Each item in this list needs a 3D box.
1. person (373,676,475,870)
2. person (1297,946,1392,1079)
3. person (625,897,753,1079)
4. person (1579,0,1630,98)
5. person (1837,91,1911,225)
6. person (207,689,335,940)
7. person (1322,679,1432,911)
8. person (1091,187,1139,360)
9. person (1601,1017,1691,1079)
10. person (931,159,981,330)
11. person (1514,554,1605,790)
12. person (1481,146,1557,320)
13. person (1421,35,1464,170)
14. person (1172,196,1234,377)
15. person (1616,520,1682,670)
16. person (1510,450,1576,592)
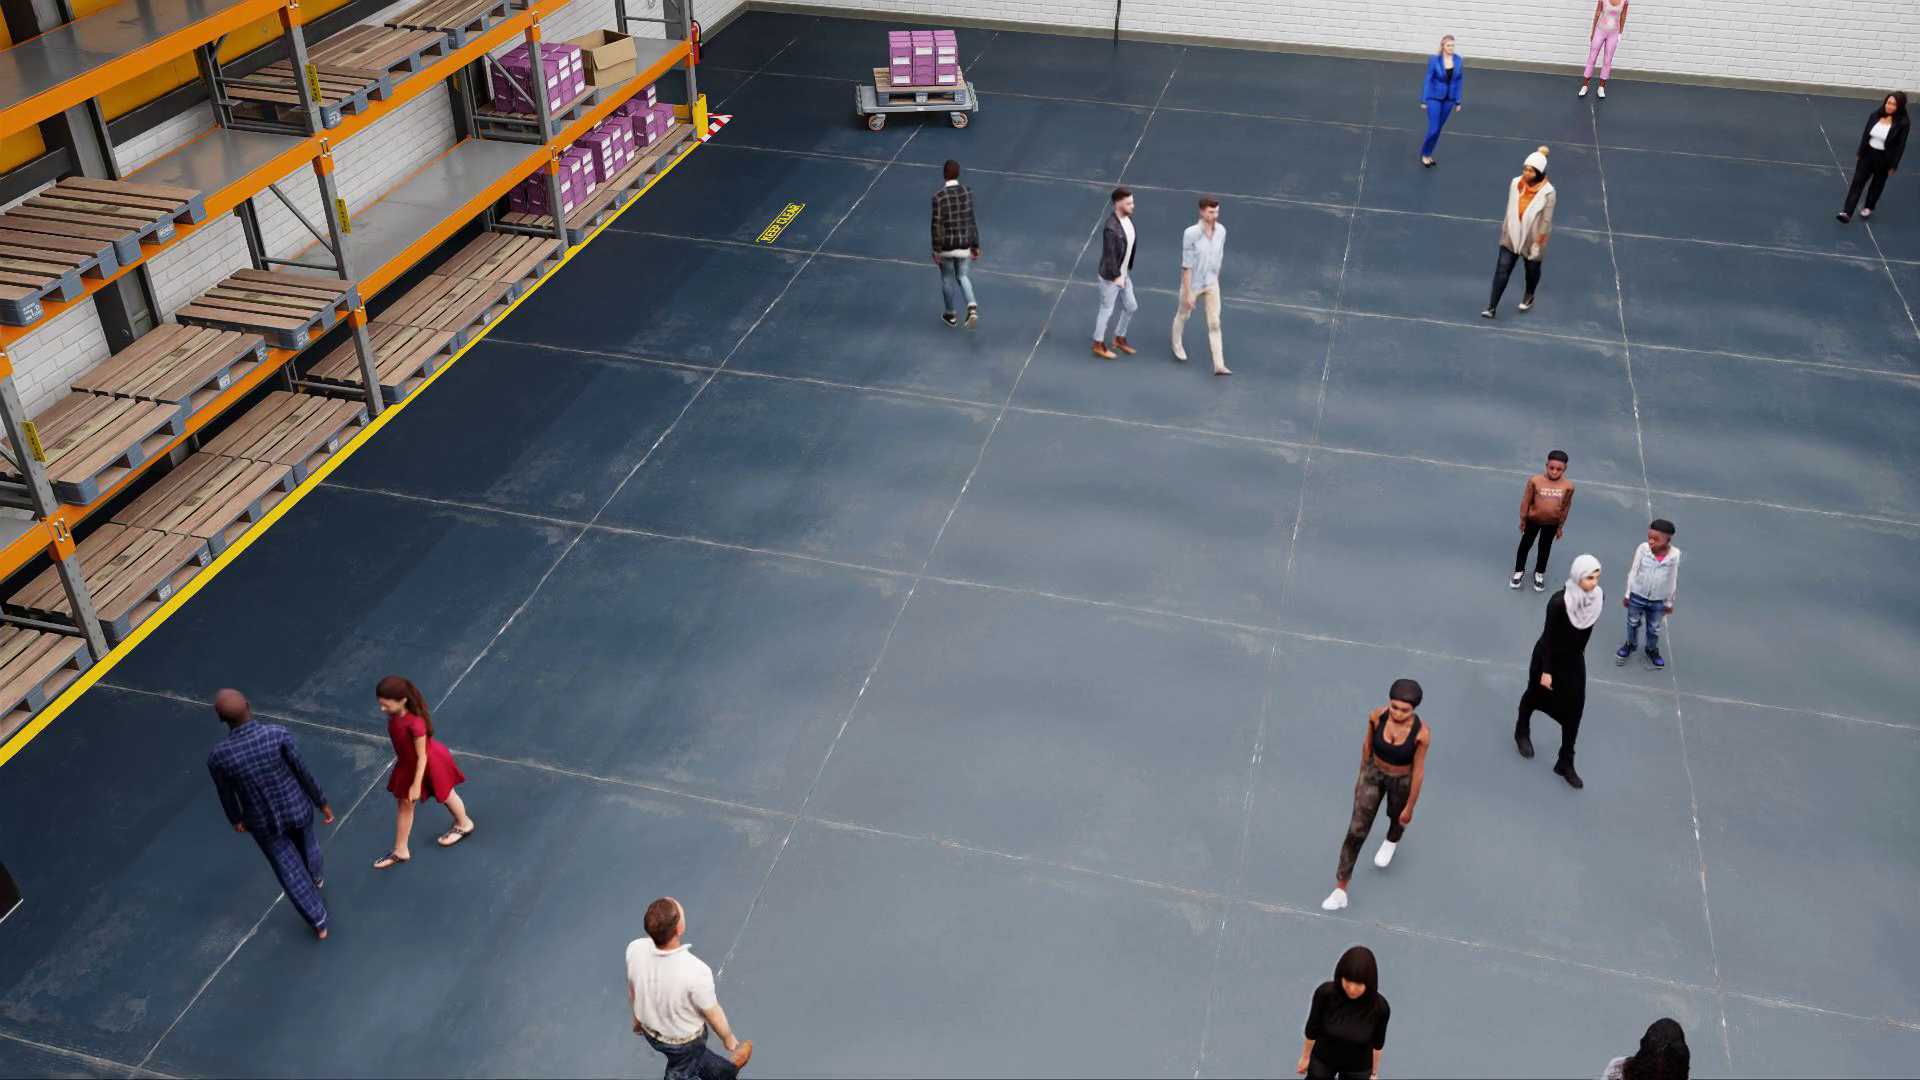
[{"bbox_3d":[-3.418,1.416,10.792,0.837,1.515,1.023,27,42,34],"label":"person"},{"bbox_3d":[1.996,2.717,8.722,0.567,1.641,0.500,10,35,14],"label":"person"},{"bbox_3d":[-1.540,2.657,8.655,0.939,1.815,1.265,21,39,28],"label":"person"},{"bbox_3d":[9.118,-7.132,23.448,0.569,1.740,0.503,10,35,14],"label":"person"},{"bbox_3d":[10.901,-4.531,19.685,0.974,1.575,1.161,27,42,34],"label":"person"},{"bbox_3d":[-4.123,1.718,10.105,1.083,1.773,1.131,-18,38,-25],"label":"person"},{"bbox_3d":[2.756,1.516,10.527,0.847,1.642,1.231,21,39,28],"label":"person"},{"bbox_3d":[1.472,-2.684,16.682,0.808,1.823,0.701,20,38,27],"label":"person"},{"bbox_3d":[3.202,3.081,8.129,0.996,1.690,1.274,27,42,34],"label":"person"},{"bbox_3d":[-0.030,-2.967,17.145,0.971,1.782,1.070,-13,36,-18],"label":"person"},{"bbox_3d":[4.076,0.800,11.507,0.855,1.751,1.017,-7,34,-10],"label":"person"},{"bbox_3d":[6.006,-3.220,17.479,0.998,1.833,1.276,23,40,31],"label":"person"},{"bbox_3d":[6.089,-5.629,21.237,0.745,1.685,0.788,-8,34,-11],"label":"person"},{"bbox_3d":[2.322,-2.555,16.510,1.099,1.800,1.281,-11,35,-16],"label":"person"},{"bbox_3d":[5.239,0.404,12.560,0.610,1.243,0.562,11,35,16],"label":"person"},{"bbox_3d":[4.711,-0.174,13.420,0.517,1.254,0.467,10,35,14],"label":"person"}]
